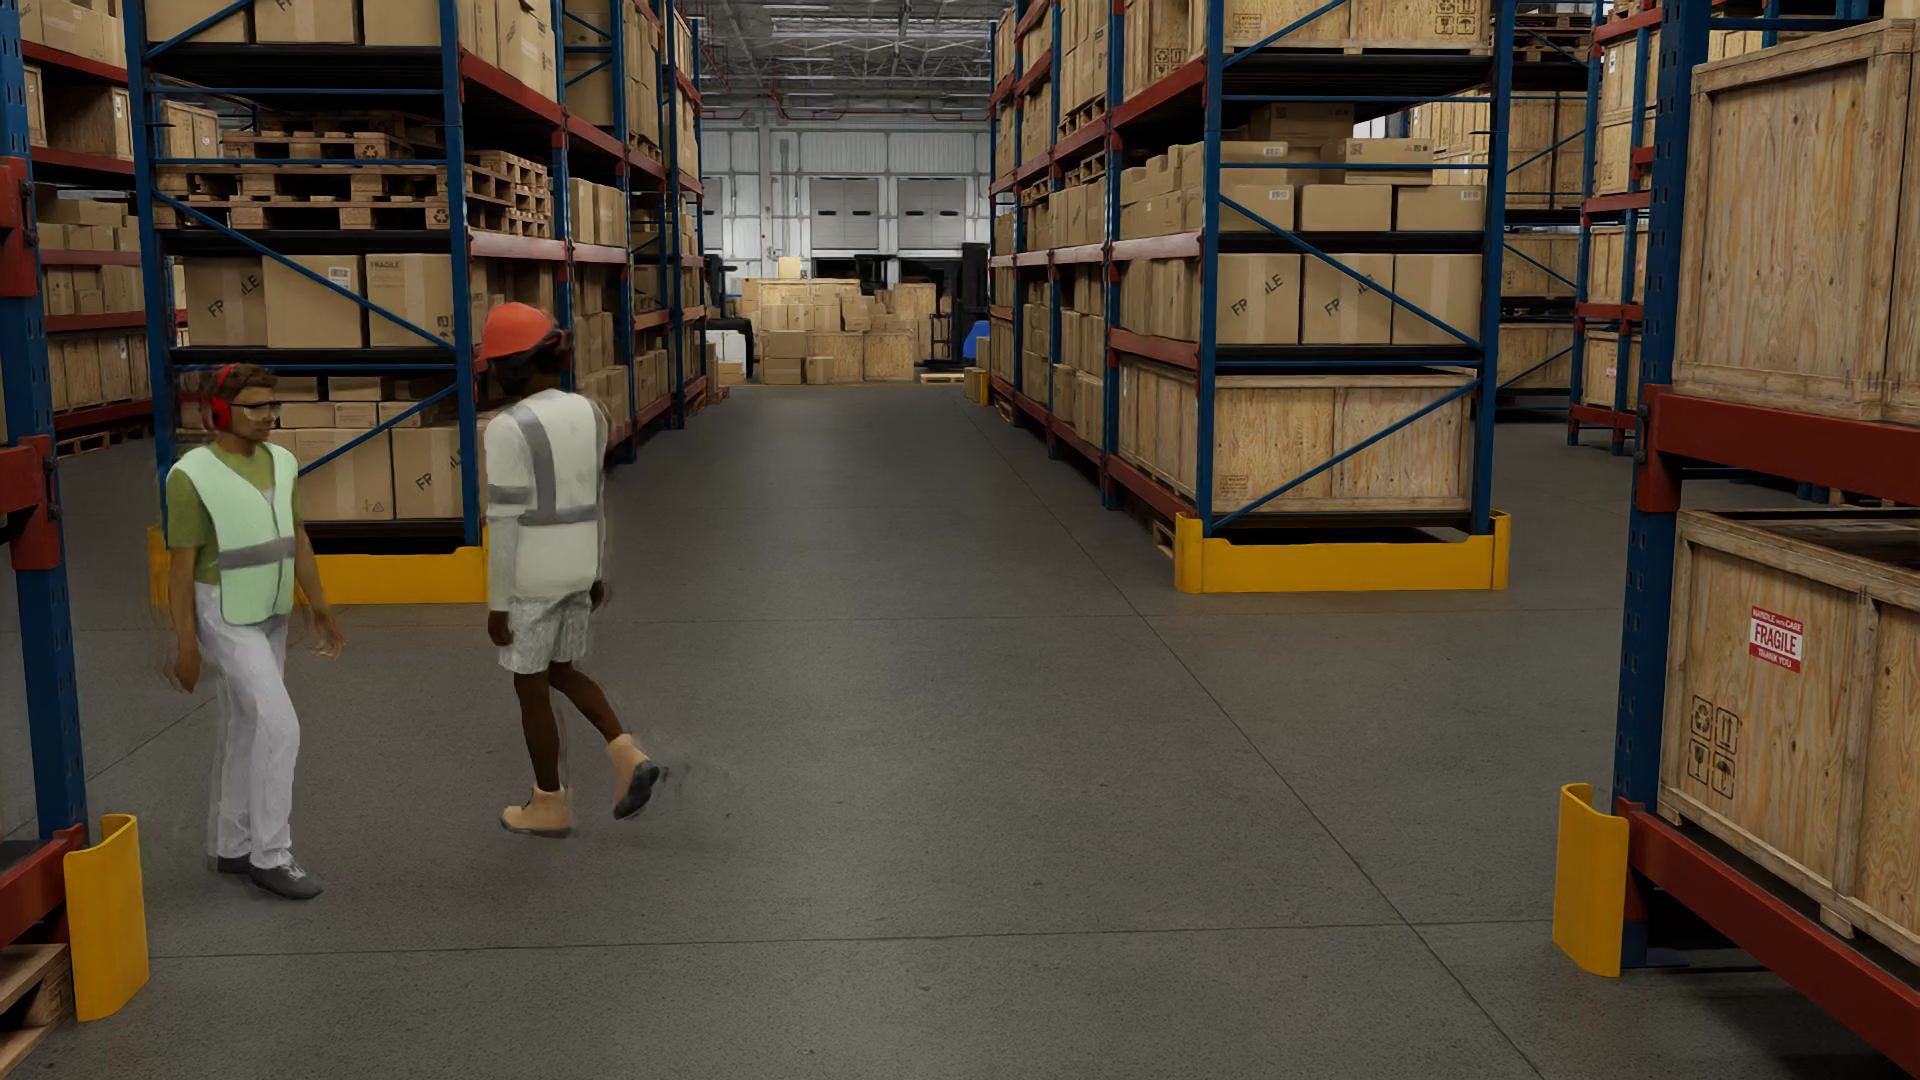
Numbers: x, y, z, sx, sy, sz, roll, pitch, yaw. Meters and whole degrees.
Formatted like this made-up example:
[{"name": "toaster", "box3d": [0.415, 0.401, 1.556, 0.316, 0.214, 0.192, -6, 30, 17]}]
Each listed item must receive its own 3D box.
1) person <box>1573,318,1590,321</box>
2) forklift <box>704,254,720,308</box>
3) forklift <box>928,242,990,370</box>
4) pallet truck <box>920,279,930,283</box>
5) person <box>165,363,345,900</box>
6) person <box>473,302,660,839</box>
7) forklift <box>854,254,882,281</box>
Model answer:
[{"name": "person", "box3d": [11.252, -3.619, 30.069, 0.541, 1.914, 0.559, 2, 9, 13]}, {"name": "forklift", "box3d": [-8.474, -8.136, 55.415, 1.129, 2.768, 1.873, 6, 11, 33]}, {"name": "forklift", "box3d": [0.365, -5.148, 36.653, 1.873, 2.768, 1.129, 3, 10, 21]}, {"name": "pallet truck", "box3d": [-0.932, -8.922, 63.114, 1.885, 1.965, 0.823, 2, 9, 13]}, {"name": "person", "box3d": [-2.364, 0.310, 5.716, 0.666, 1.823, 0.572, 1, 9, 9]}, {"name": "person", "box3d": [-1.482, 0.137, 6.174, 0.598, 2.016, 0.653, 4, 10, 25]}, {"name": "forklift", "box3d": [-3.133, -8.342, 56.712, 1.129, 2.768, 1.873, -6, 11, -32]}]
